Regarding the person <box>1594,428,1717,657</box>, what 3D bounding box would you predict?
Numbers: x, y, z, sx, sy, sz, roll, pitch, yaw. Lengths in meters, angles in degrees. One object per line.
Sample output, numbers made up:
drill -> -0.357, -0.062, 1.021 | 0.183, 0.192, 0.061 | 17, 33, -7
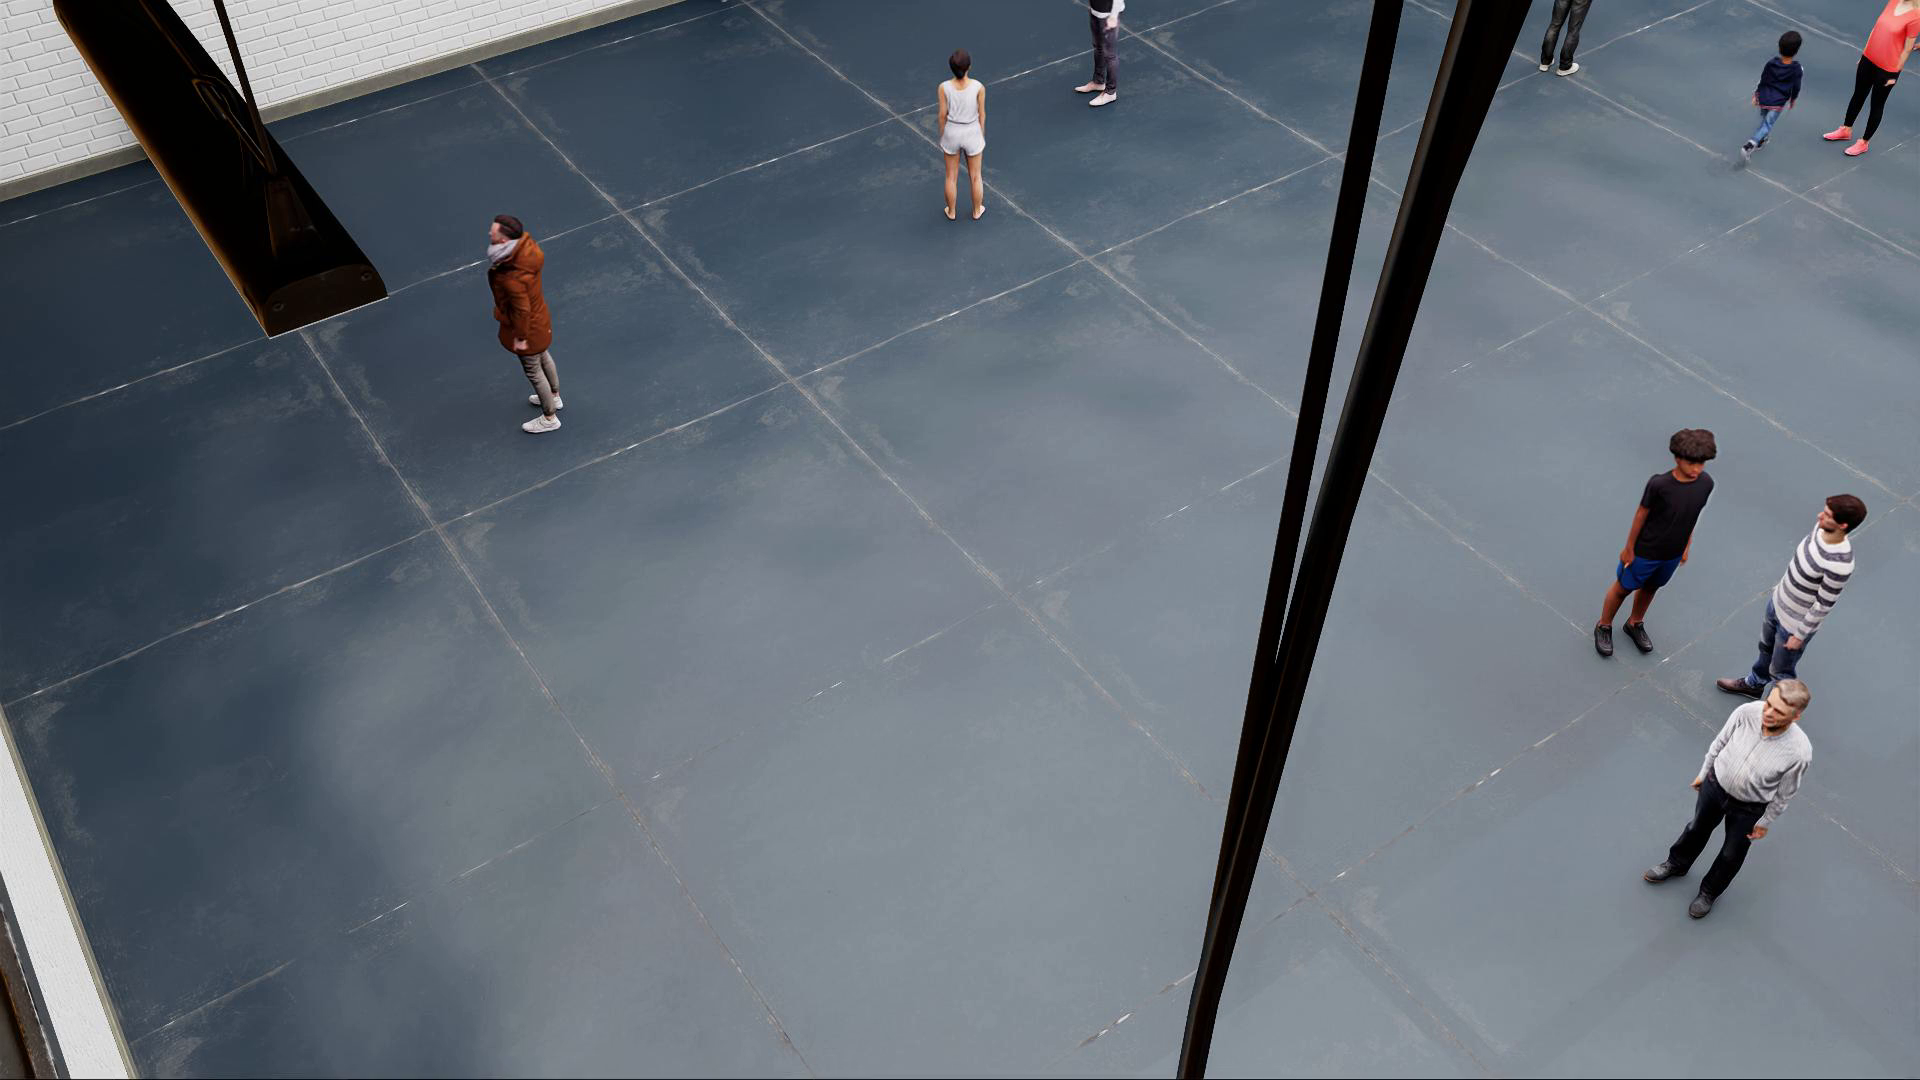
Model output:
person -> 4.467, 0.004, 10.661 | 0.666, 1.799, 0.759 | -4, 44, -5

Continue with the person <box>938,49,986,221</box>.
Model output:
person -> 0.017, -3.521, 14.505 | 0.656, 1.601, 0.731 | 2, 44, 2

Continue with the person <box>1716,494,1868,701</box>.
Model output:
person -> 5.132, 0.430, 10.173 | 0.761, 1.855, 0.714 | 5, 44, 5

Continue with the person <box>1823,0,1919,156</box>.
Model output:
person -> 8.517, -4.391, 15.350 | 0.617, 1.694, 0.649 | -13, 45, -13

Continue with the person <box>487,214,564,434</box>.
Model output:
person -> -3.207, -1.620, 12.337 | 0.890, 1.839, 0.850 | 0, 44, 0

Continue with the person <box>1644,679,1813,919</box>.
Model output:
person -> 4.307, 1.398, 9.183 | 0.548, 1.820, 0.637 | -25, 49, -24

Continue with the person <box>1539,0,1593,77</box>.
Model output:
person -> 6.086, -5.482, 16.411 | 0.716, 1.811, 0.626 | 31, 51, 28

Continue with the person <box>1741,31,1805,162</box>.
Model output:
person -> 7.508, -4.077, 15.381 | 0.832, 1.196, 0.560 | -30, 51, -28

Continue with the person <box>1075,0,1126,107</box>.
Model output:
person -> 1.398, -5.082, 15.983 | 0.681, 1.823, 0.744 | -15, 46, -15
